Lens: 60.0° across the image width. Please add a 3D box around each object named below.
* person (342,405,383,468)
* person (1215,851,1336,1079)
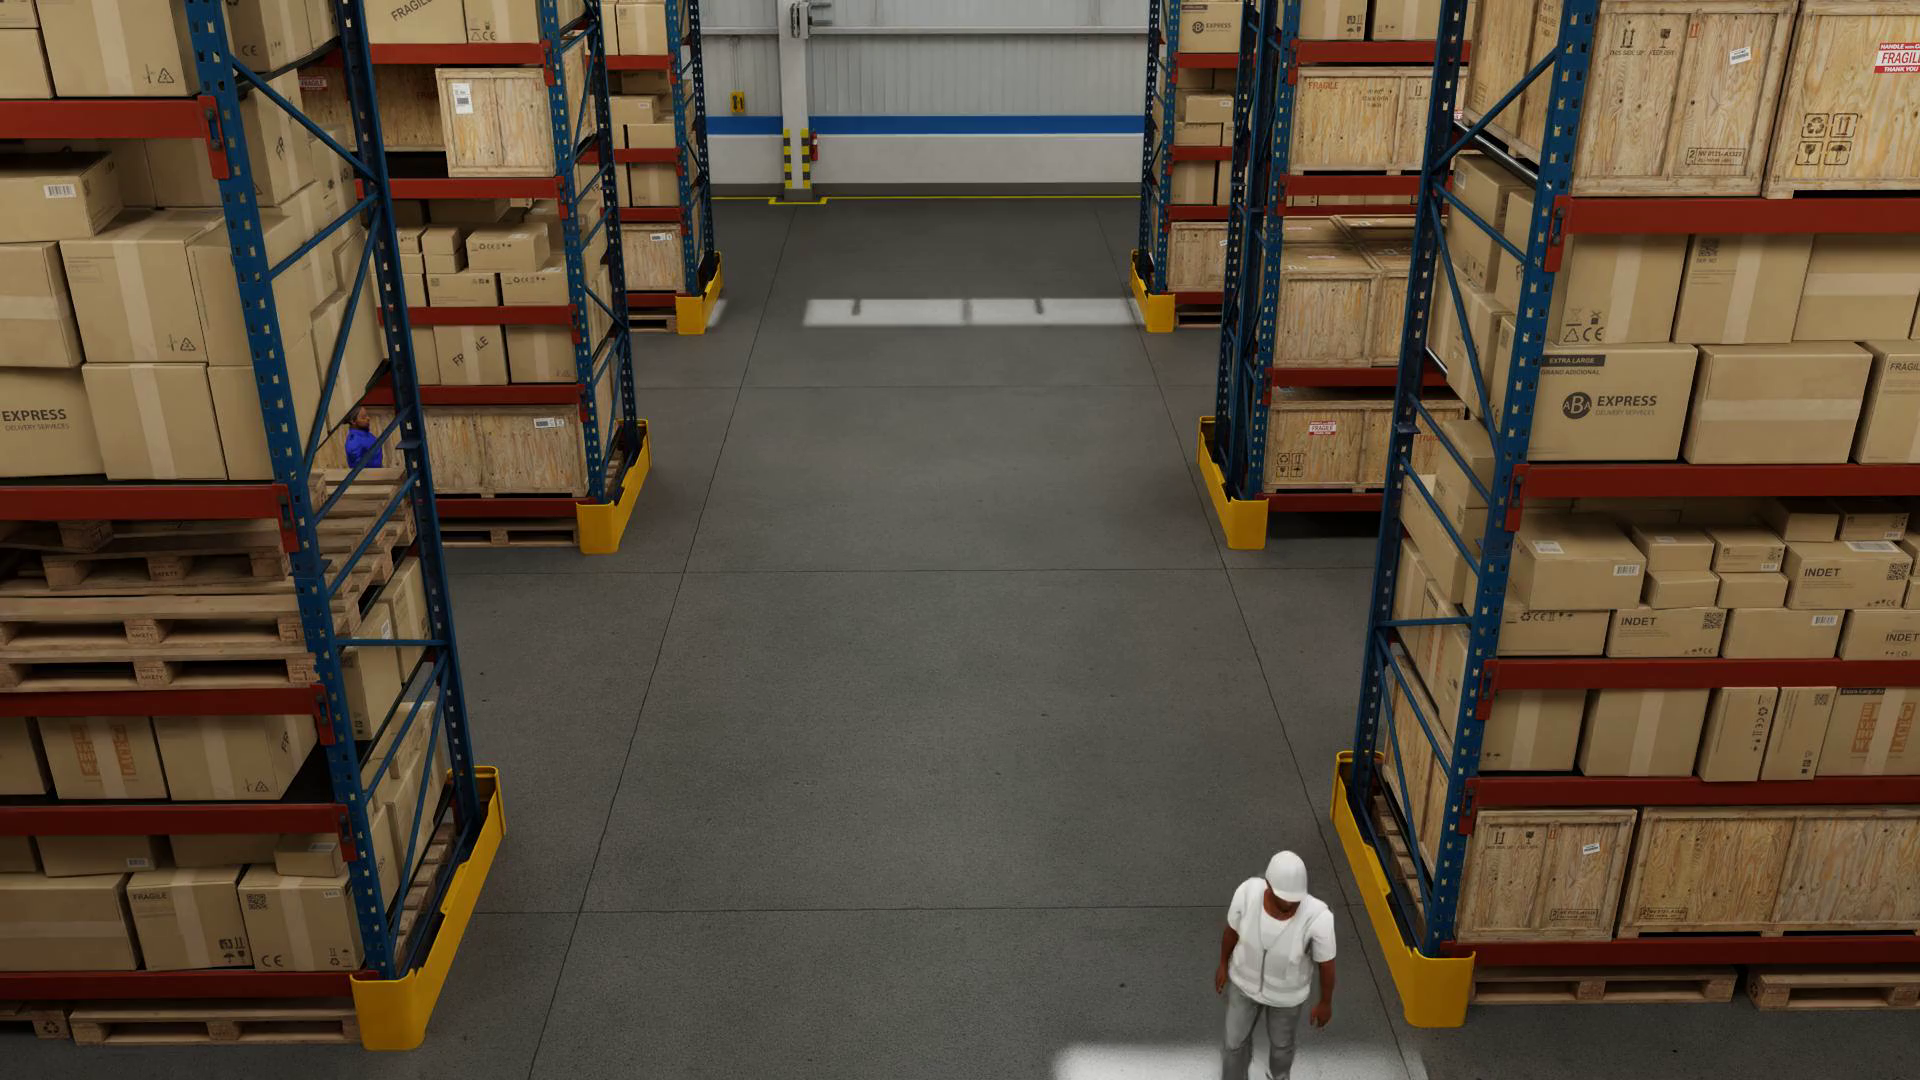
[{"bbox_3d":[-5.280,-0.449,14.968,0.361,1.656,0.434,-5,25,-10],"label":"person"},{"bbox_3d":[1.668,2.355,8.836,0.645,1.784,0.517,13,28,25],"label":"person"}]
